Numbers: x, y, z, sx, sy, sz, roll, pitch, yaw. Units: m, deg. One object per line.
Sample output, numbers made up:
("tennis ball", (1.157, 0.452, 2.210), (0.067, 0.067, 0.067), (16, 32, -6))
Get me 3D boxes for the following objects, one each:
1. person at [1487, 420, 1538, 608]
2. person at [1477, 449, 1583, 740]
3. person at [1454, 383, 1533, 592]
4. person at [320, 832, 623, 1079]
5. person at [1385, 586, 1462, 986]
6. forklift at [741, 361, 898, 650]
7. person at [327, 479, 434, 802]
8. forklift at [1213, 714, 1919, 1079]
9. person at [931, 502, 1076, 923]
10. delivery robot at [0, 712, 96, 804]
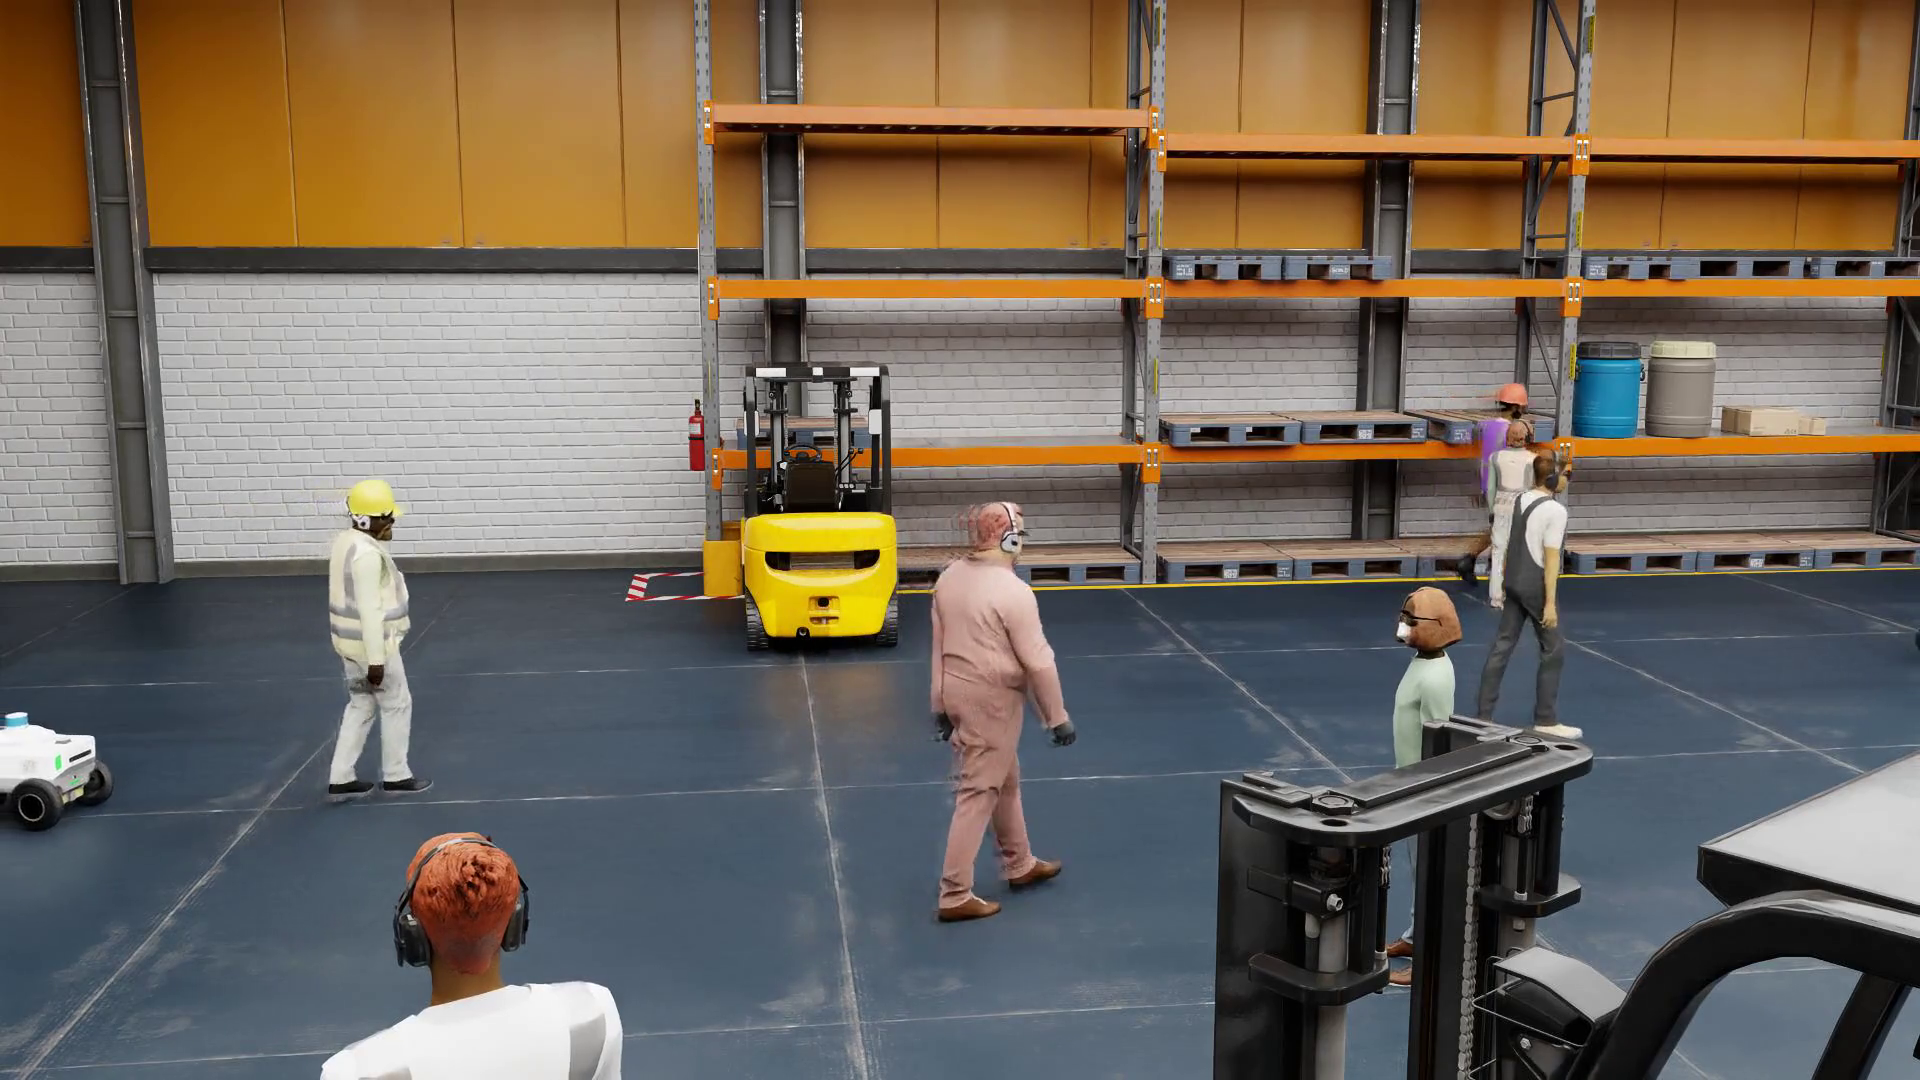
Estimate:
("person", (4.763, -0.207, 14.265), (0.514, 1.640, 0.307), (7, 12, 38))
("person", (3.535, 0.342, 10.358), (0.565, 1.815, 0.587), (-3, 10, -18))
("person", (4.819, -0.447, 14.891), (0.519, 1.916, 0.562), (-1, 9, -7))
("person", (-0.887, 1.459, 3.105), (0.583, 1.882, 0.350), (-7, 12, -39))
("person", (1.869, 0.994, 6.778), (0.281, 1.636, 0.500), (1, 9, 8))
("forklift", (-1.154, -0.340, 13.365), (1.214, 2.155, 2.313), (-1, 9, -7))
("person", (-3.176, 0.549, 9.049), (0.501, 1.799, 0.617), (-7, 12, -39))
("forklift", (1.441, 1.425, 2.350), (1.214, 2.155, 2.313), (-7, 12, -39))
("person", (0.239, 0.761, 7.505), (0.887, 1.866, 0.637), (-5, 10, -29))
("delivery robot", (-4.982, 1.159, 8.816), (0.707, 0.478, 0.477), (1, 9, 8))
